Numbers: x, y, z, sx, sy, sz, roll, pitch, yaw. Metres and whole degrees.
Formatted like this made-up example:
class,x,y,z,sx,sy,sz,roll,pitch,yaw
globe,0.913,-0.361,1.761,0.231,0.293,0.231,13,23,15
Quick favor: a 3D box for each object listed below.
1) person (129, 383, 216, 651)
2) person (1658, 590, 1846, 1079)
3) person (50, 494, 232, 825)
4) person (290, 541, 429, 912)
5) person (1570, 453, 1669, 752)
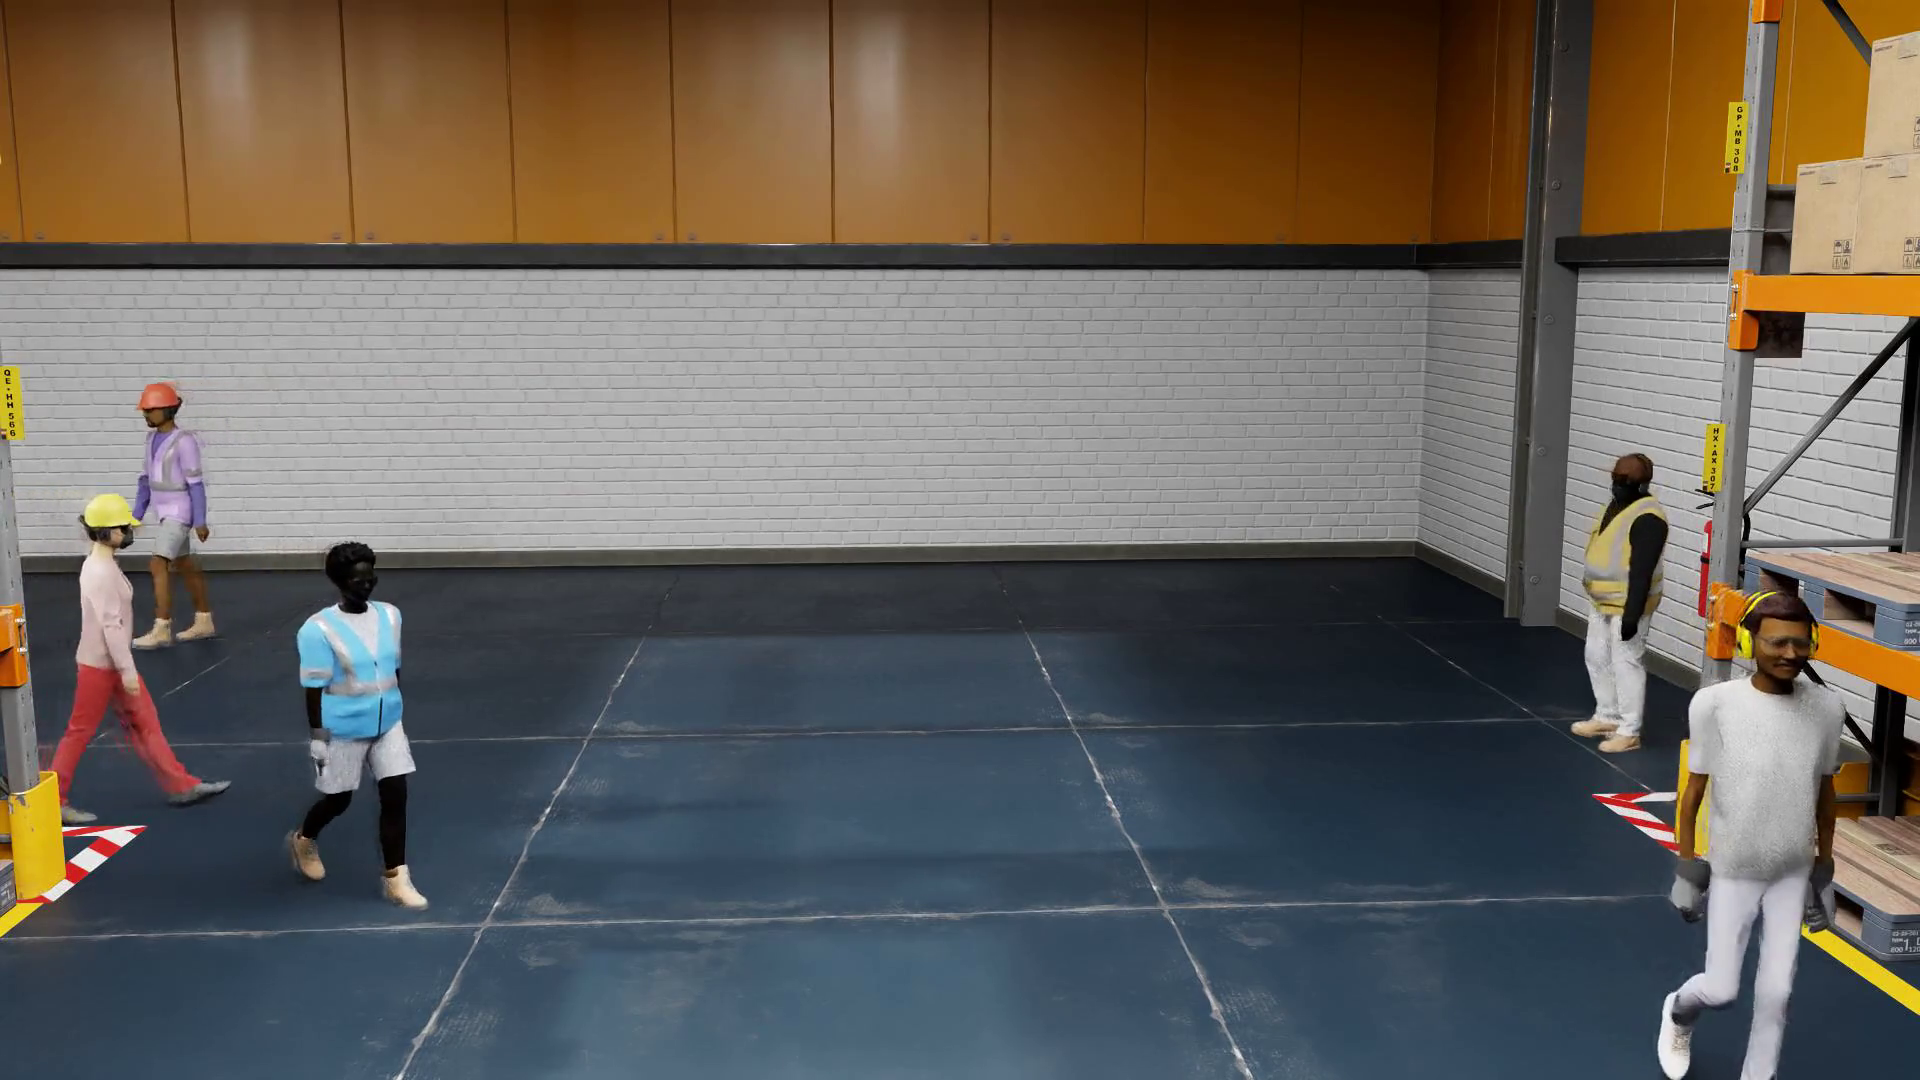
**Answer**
class,x,y,z,sx,sy,sz,roll,pitch,yaw
person,-6.120,-0.179,12.671,0.619,2.012,0.854,9,13,43
person,2.577,1.051,5.433,0.505,1.861,0.618,0,9,1
person,-4.349,0.615,8.603,0.923,1.710,0.541,-4,10,-22
person,-2.755,0.818,7.493,0.757,1.668,0.536,6,11,35
person,3.903,0.379,9.825,0.438,1.813,0.672,0,9,-2
